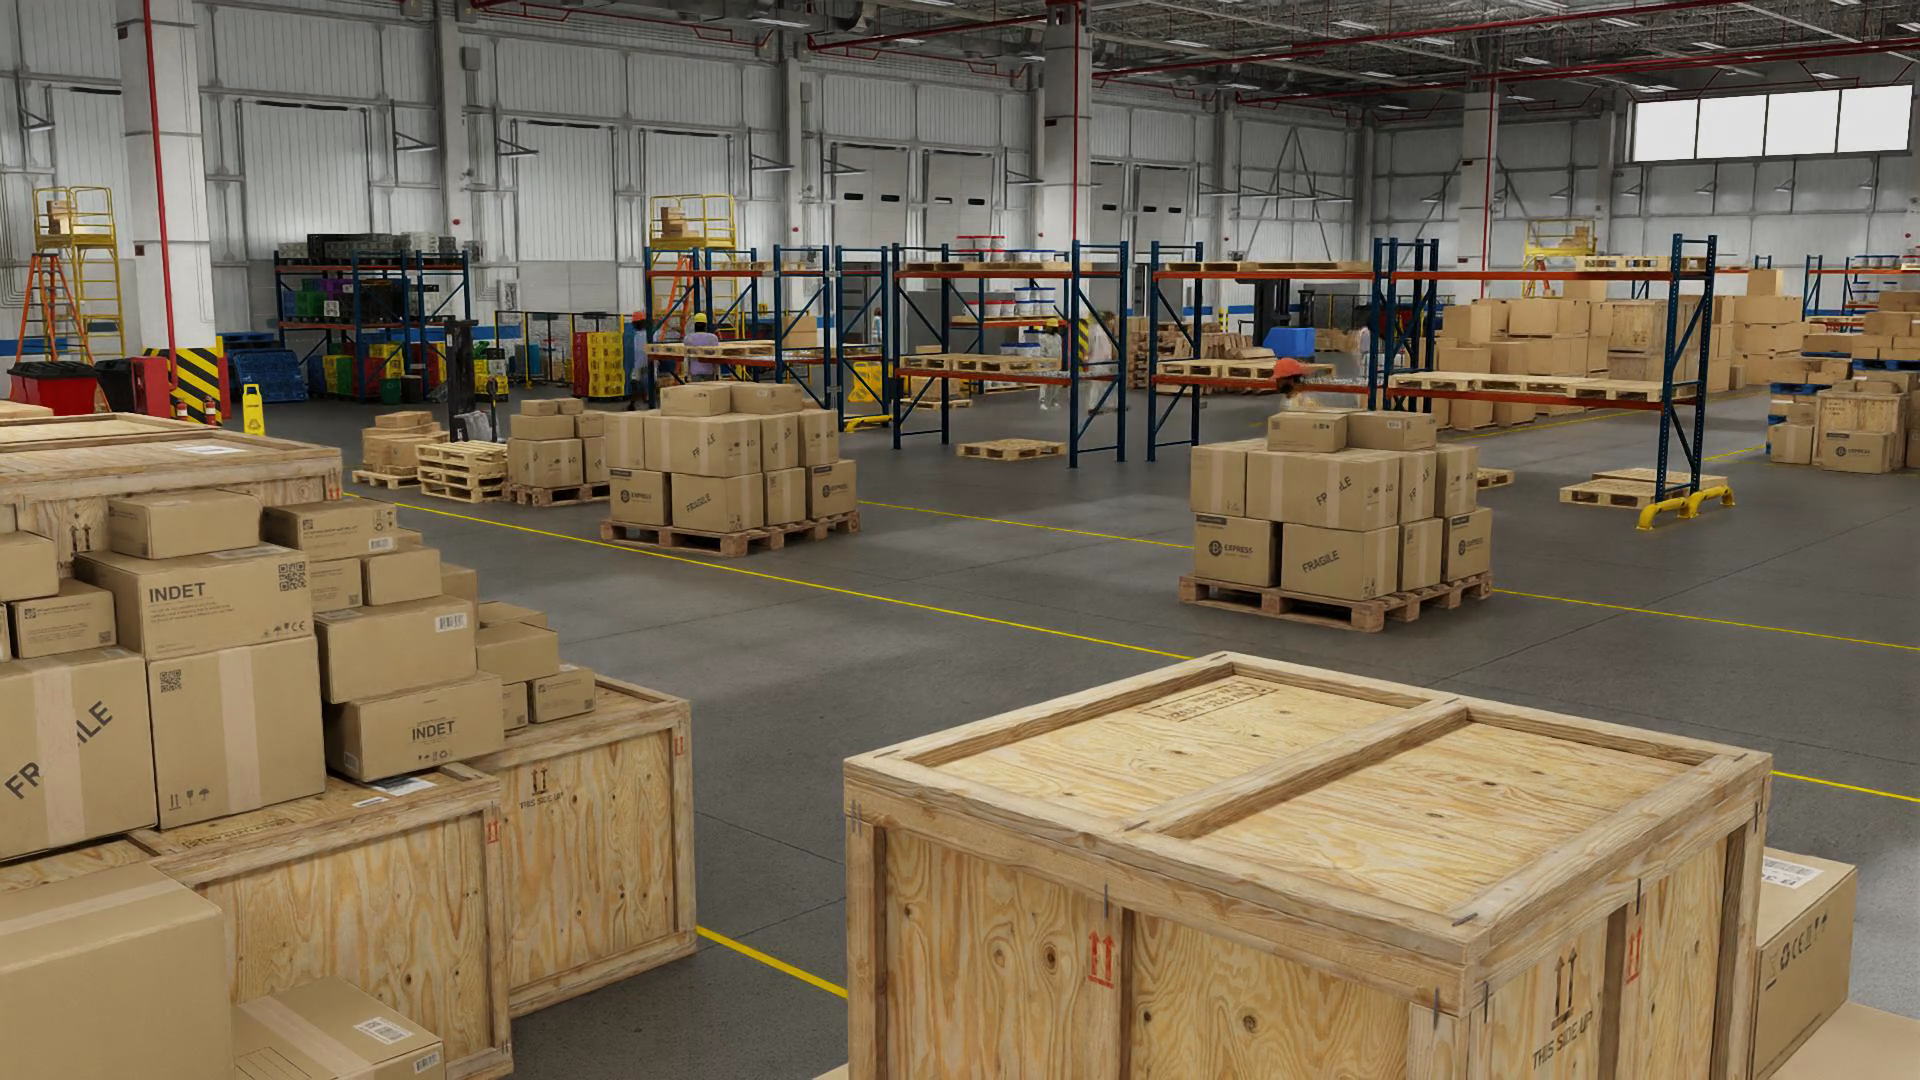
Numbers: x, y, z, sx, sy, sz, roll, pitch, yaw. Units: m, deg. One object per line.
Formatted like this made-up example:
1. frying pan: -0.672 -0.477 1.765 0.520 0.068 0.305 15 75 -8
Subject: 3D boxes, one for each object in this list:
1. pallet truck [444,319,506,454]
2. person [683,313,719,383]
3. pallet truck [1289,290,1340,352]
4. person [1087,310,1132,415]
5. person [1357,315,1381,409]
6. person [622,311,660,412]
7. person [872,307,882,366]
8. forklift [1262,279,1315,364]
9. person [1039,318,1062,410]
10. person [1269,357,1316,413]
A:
1. pallet truck: -6.981 -1.942 22.150 1.885 1.965 0.823 1 9 9
2. person: -4.305 -2.806 27.672 0.589 1.924 0.384 -2 9 -13
3. pallet truck: 11.297 -6.951 52.861 1.885 1.965 0.823 -5 11 -29
4. person: 2.752 -3.214 30.251 0.929 1.898 0.643 0 9 2
5. person: 7.647 -3.284 30.974 0.490 1.806 0.686 2 10 14
6. person: -5.729 -3.225 30.337 0.952 1.905 0.553 -7 12 -37
7. person: -2.195 -5.404 44.501 0.323 1.631 0.522 -1 9 -7
8. forklift: 8.555 -6.090 44.881 1.873 2.768 1.129 9 13 43
9. person: 1.732 -3.330 31.471 0.488 1.736 0.323 -5 11 -30
10. person: 3.091 -0.686 14.831 0.972 1.888 0.594 -2 9 -12
